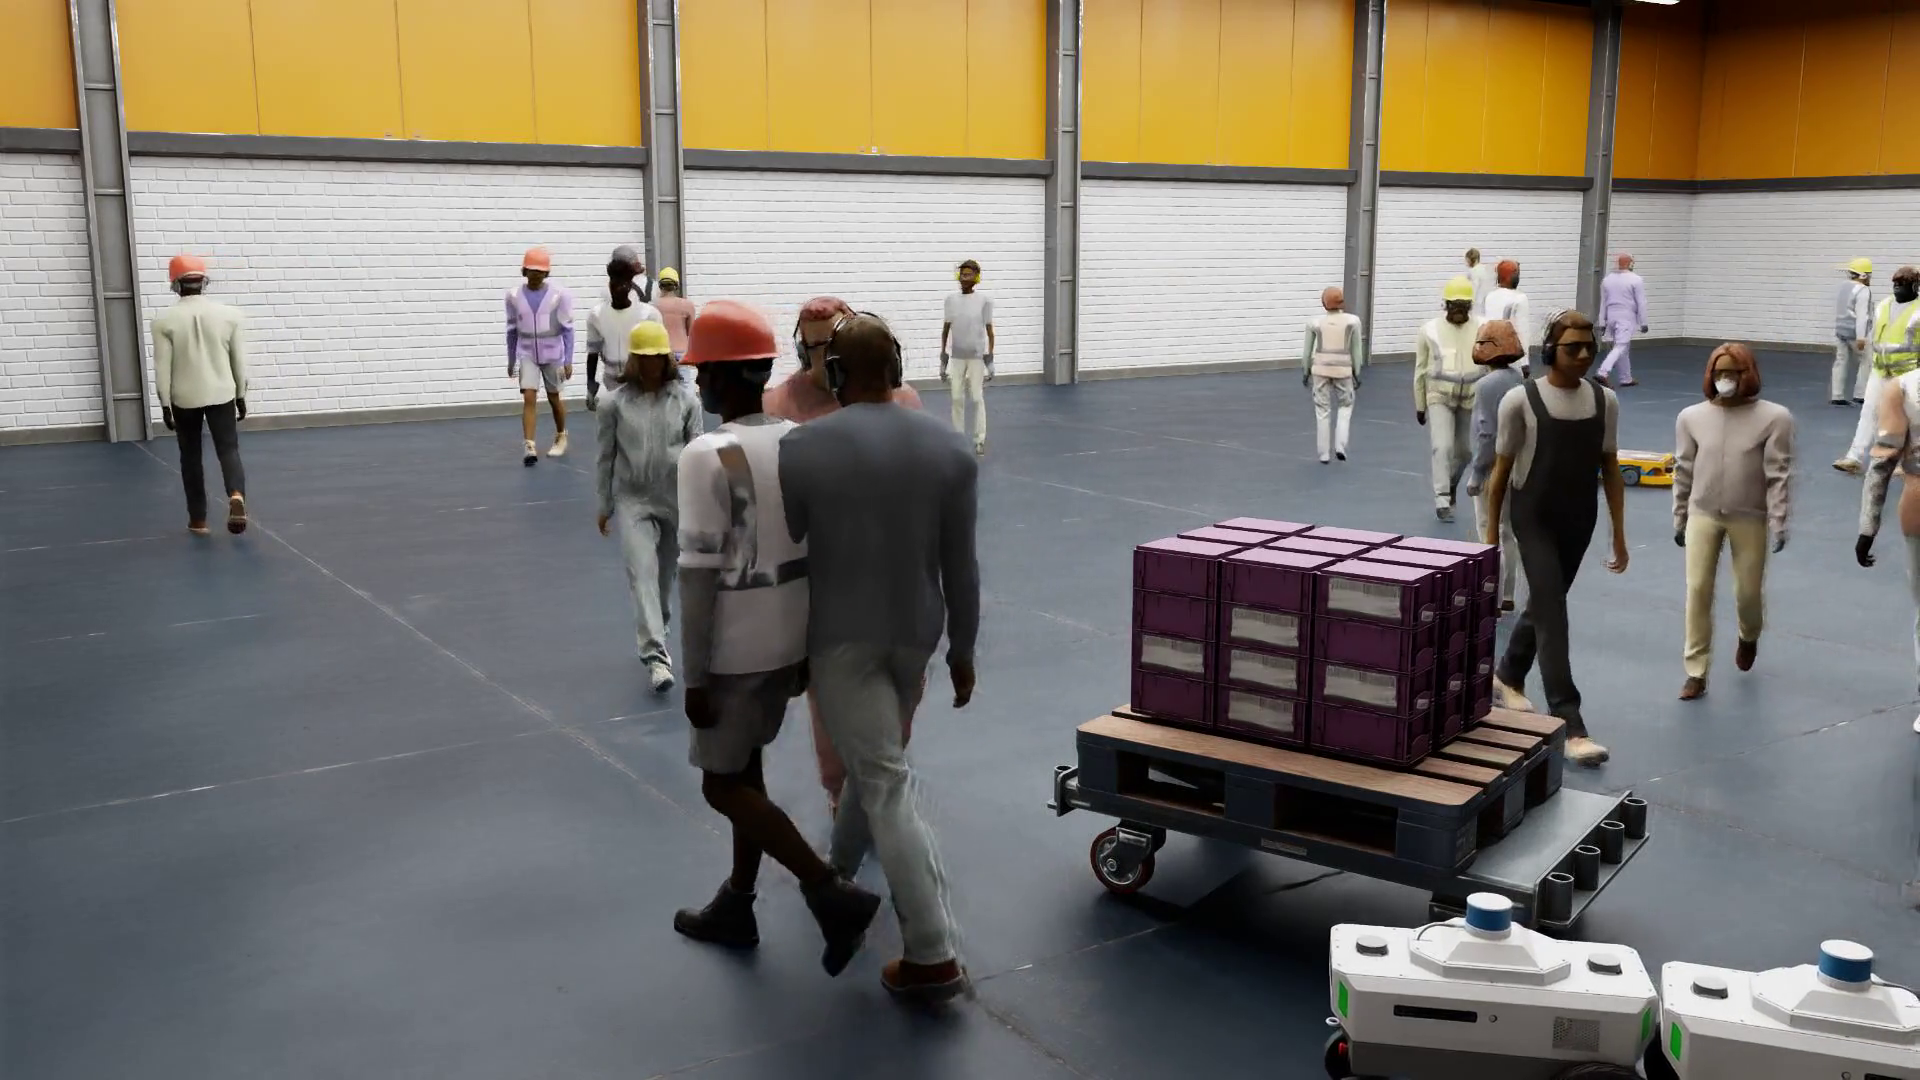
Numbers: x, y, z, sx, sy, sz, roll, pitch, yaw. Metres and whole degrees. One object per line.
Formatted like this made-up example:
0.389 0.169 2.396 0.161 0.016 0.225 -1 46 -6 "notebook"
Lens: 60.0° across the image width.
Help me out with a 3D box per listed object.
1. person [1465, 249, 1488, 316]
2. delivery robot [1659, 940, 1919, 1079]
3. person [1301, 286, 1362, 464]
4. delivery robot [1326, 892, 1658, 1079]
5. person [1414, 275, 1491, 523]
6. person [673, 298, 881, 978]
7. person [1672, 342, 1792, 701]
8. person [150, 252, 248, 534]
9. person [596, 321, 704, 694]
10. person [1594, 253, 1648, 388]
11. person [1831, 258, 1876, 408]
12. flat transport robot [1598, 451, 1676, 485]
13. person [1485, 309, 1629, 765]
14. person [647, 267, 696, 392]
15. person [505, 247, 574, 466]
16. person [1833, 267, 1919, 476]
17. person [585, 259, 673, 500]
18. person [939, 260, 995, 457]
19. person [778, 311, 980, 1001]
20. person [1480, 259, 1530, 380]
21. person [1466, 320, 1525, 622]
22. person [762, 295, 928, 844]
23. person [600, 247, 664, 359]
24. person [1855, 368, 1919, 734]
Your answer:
8.221 -3.673 26.482 0.571 1.888 0.796 6 12 28 "person"
1.899 1.111 3.601 0.707 0.478 0.477 4 11 21 "delivery robot"
3.401 -1.511 15.254 0.548 1.625 0.389 3 11 14 "person"
1.214 1.063 3.861 0.707 0.478 0.477 2 11 11 "delivery robot"
3.657 -1.061 12.338 0.592 1.805 0.755 1 10 3 "person"
-0.526 0.292 4.640 0.756 1.914 0.549 7 12 32 "person"
3.515 -0.099 7.591 0.515 1.610 0.665 7 13 35 "person"
-5.216 -0.991 11.489 0.616 1.974 0.805 -7 12 -33 "person"
-1.408 -0.162 7.719 0.505 1.690 0.937 -4 11 -23 "person"
9.084 -3.018 22.904 0.969 1.871 0.634 -5 11 -24 "person"
10.943 -2.502 20.190 0.610 1.815 0.620 0 10 -1 "person"
5.496 -0.656 14.322 1.431 0.197 0.652 6 12 31 "flat transport robot"
2.450 -0.055 6.877 0.523 1.796 1.005 -2 11 -12 "person"
-2.971 -1.915 17.132 0.529 1.765 0.327 -4 11 -20 "person"
-3.875 -1.693 15.336 0.658 1.981 1.078 -1 10 -3 "person"
8.050 -1.444 14.417 0.816 1.810 0.658 -4 11 -23 "person"
-2.569 -1.192 12.777 0.712 1.888 1.027 2 11 10 "person"
0.062 -1.712 15.778 0.565 1.855 0.338 4 11 20 "person"
-0.254 0.298 4.728 0.652 1.874 1.077 -5 12 -27 "person"
5.084 -1.702 15.656 0.640 1.870 0.600 -4 11 -23 "person"
2.898 -0.374 9.041 0.264 1.632 0.507 8 13 38 "person"
-0.378 0.122 5.628 0.677 1.884 0.441 -4 11 -22 "person"
-3.408 -2.069 17.215 0.757 2.000 0.700 8 13 39 "person"
3.950 -0.065 6.662 0.618 1.871 0.982 8 13 37 "person"
